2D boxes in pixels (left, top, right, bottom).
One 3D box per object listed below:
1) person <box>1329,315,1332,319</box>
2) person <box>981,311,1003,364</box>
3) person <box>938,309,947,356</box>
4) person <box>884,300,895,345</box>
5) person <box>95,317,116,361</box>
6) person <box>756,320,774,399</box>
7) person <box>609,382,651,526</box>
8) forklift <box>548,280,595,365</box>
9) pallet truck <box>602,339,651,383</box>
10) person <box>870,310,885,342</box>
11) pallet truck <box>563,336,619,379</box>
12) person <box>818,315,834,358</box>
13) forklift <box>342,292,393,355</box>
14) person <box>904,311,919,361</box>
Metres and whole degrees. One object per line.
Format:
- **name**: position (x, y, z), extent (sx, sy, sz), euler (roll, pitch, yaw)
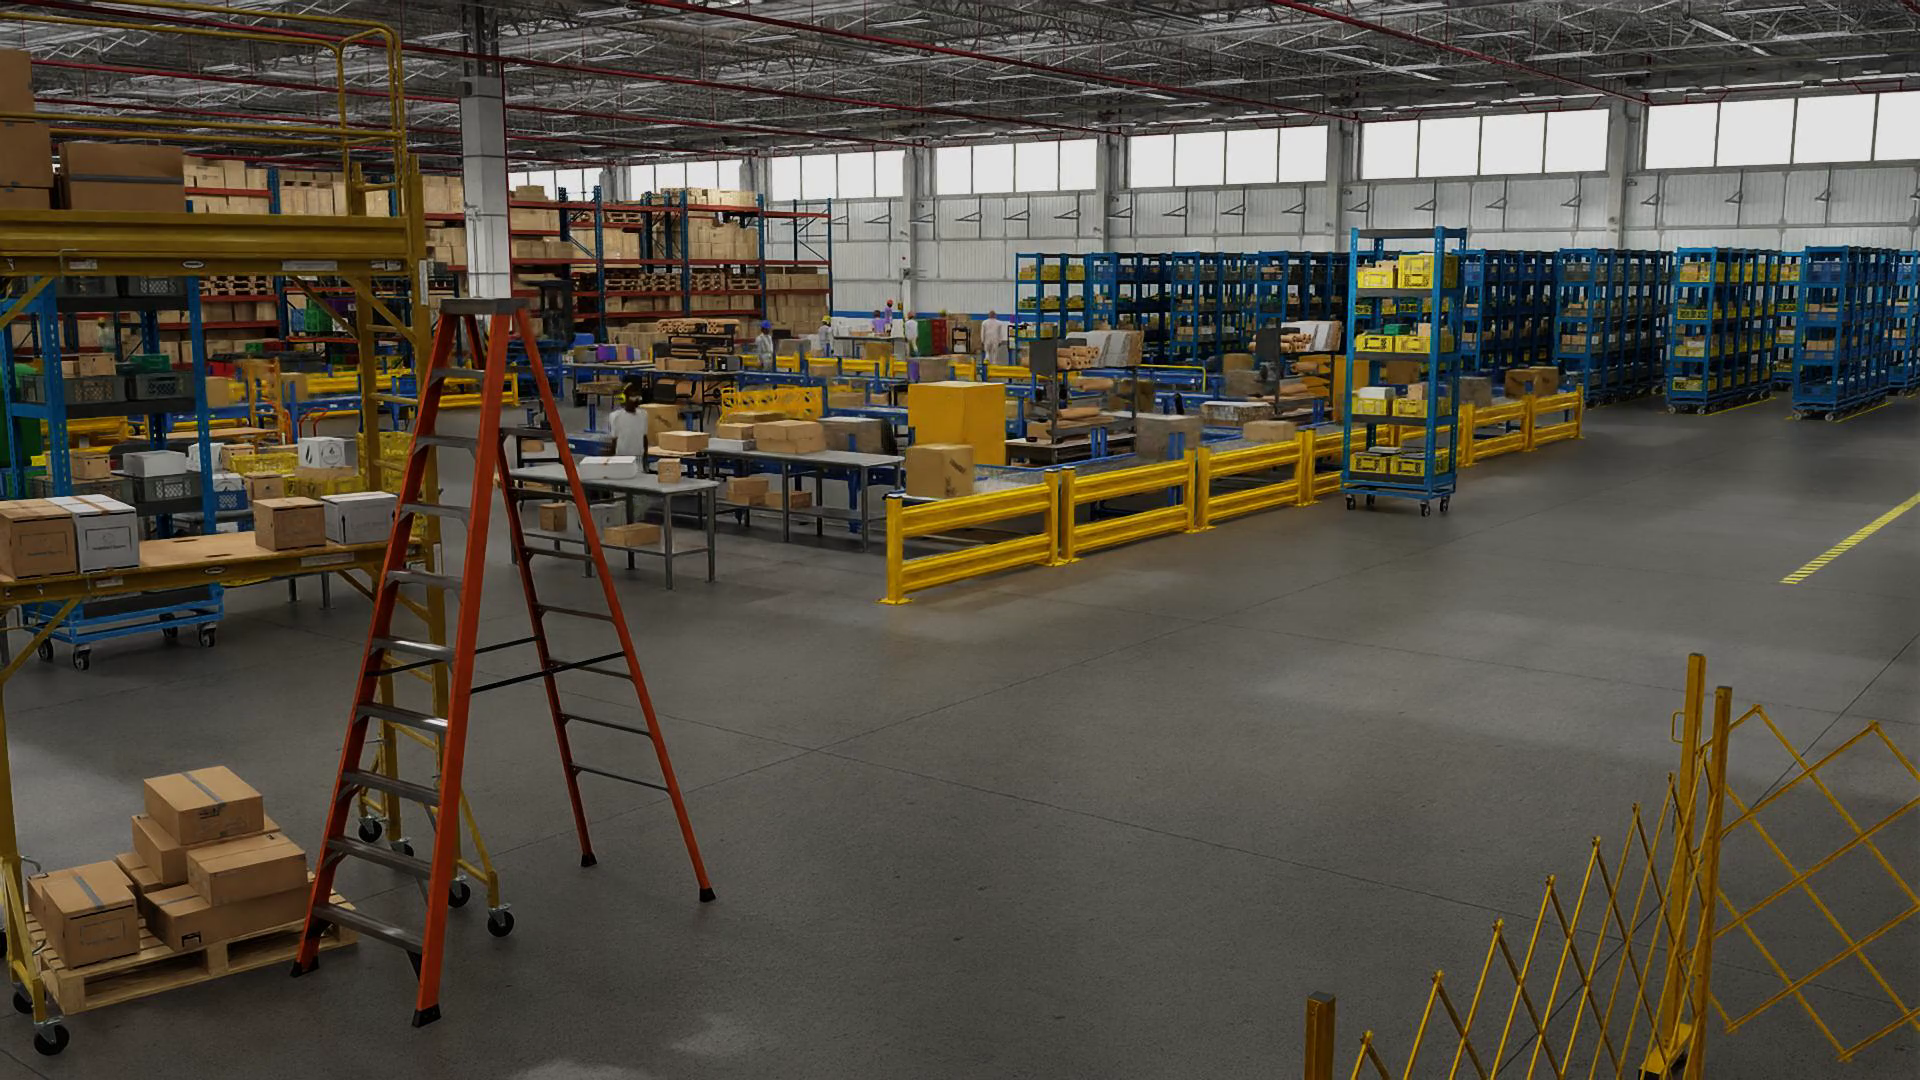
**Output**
- **person**: position (11.870, -6.377, 53.106), extent (0.404, 1.828, 0.591), euler (3, 10, 19)
- **person**: position (0.995, -6.242, 52.143), extent (0.676, 1.867, 0.891), euler (0, 9, -1)
- **person**: position (-0.683, -7.645, 61.335), extent (0.446, 1.717, 0.506), euler (6, 11, 31)
- **person**: position (-3.001, -9.235, 70.655), extent (0.401, 1.933, 0.556), euler (-5, 10, -29)
- **person**: position (-25.722, -5.852, 50.137), extent (0.870, 1.729, 0.524), euler (-9, 13, -43)
- **person**: position (-4.597, -4.230, 39.363), extent (0.420, 1.934, 0.651), euler (4, 10, 22)
- **person**: position (-3.647, -0.820, 18.371), extent (0.524, 1.850, 0.454), euler (-7, 12, -38)
- **forklift**: position (-12.760, -6.941, 53.352), extent (1.129, 2.768, 1.873), euler (7, 11, 37)
- **pallet truck**: position (-8.991, -4.871, 45.351), extent (0.653, 1.274, 1.630), euler (7, 11, 37)
- **person**: position (-2.699, -6.656, 54.801), extent (0.563, 1.843, 0.390), euler (-7, 12, -39)
- **pallet truck**: position (-10.690, -5.294, 48.215), extent (1.601, 1.201, 0.680), euler (-5, 10, -26)
- **person**: position (-3.821, -5.545, 47.901), extent (0.403, 1.833, 0.586), euler (-9, 12, -43)
- **forklift**: position (-16.485, -5.622, 45.120), extent (1.129, 2.768, 1.873), euler (7, 11, 37)
- **person**: position (-1.658, -7.064, 57.719), extent (0.569, 1.728, 0.722), euler (-6, 11, -32)
